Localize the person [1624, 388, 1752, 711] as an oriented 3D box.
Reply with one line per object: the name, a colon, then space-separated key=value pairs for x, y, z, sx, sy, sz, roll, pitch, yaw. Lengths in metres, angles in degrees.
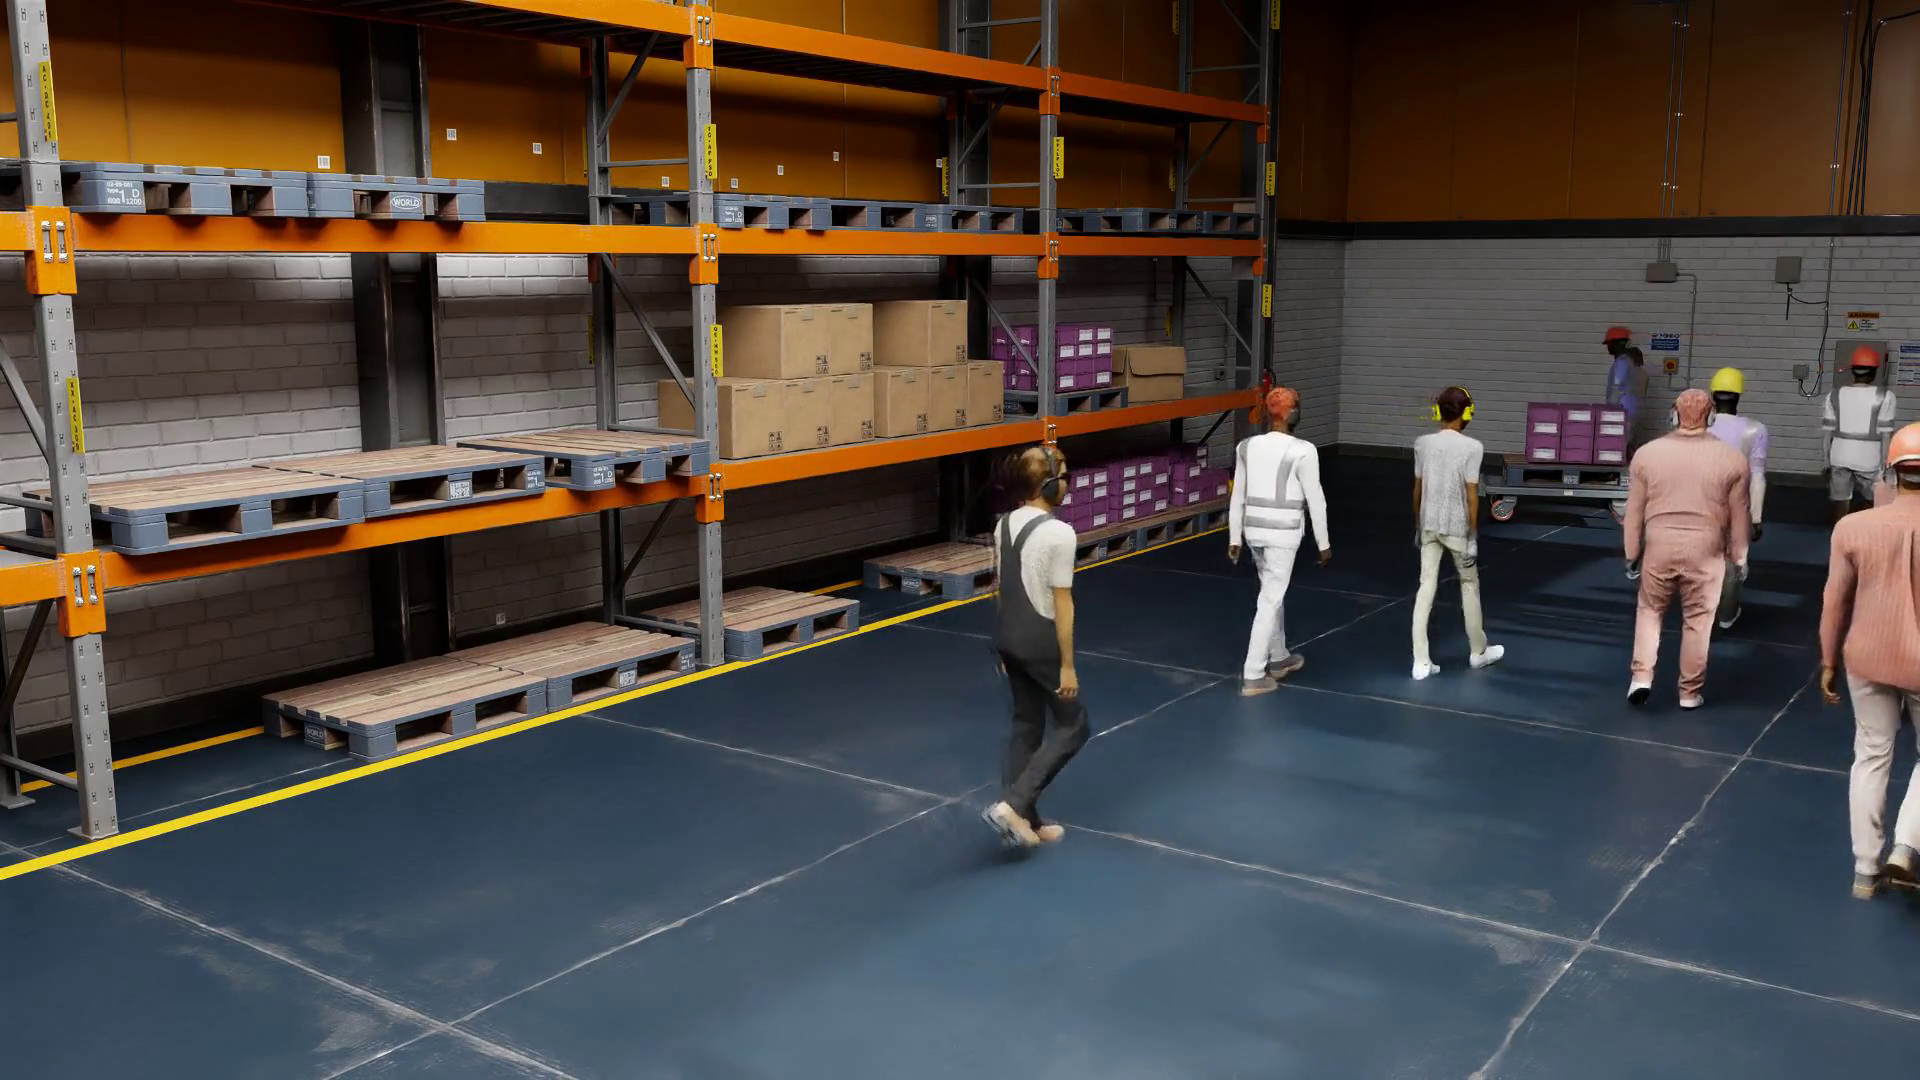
person: x=4.218 y=0.068 z=9.652 sx=0.670 sy=1.900 sz=0.480 roll=6 pitch=11 yaw=32

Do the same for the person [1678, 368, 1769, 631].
person: x=5.255 y=-0.242 z=11.522 sx=0.612 sy=1.884 sz=0.925 roll=6 pitch=11 yaw=30

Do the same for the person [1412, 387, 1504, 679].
person: x=3.167 y=-0.056 z=10.599 sx=0.887 sy=1.826 sz=0.543 roll=-9 pitch=13 yaw=-43

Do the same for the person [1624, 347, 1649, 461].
person: x=7.746 y=-1.407 z=19.214 sx=0.510 sy=1.639 sz=0.308 roll=-7 pitch=12 yaw=-38

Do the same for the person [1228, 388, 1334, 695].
person: x=2.007 y=-0.002 z=10.200 sx=0.852 sy=1.848 sz=0.590 roll=-7 pitch=12 yaw=-37

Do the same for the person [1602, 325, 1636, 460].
person: x=7.301 y=-1.407 z=18.391 sx=0.470 sy=1.912 sz=0.586 roll=3 pitch=10 yaw=20

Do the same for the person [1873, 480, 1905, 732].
person: x=5.321 y=0.216 z=9.222 sx=0.532 sy=1.756 sz=0.401 roll=4 pitch=10 yaw=24

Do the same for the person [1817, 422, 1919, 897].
person: x=3.849 y=0.508 z=6.789 sx=0.643 sy=1.977 sz=0.459 roll=7 pitch=12 yaw=37

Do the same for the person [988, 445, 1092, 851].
person: x=0.351 y=0.496 z=7.310 sx=0.428 sy=1.829 sz=0.543 roll=-7 pitch=12 yaw=-34

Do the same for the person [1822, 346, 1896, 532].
person: x=7.524 y=-0.660 z=13.920 sx=0.580 sy=1.919 sz=0.529 roll=9 pitch=13 yaw=44
